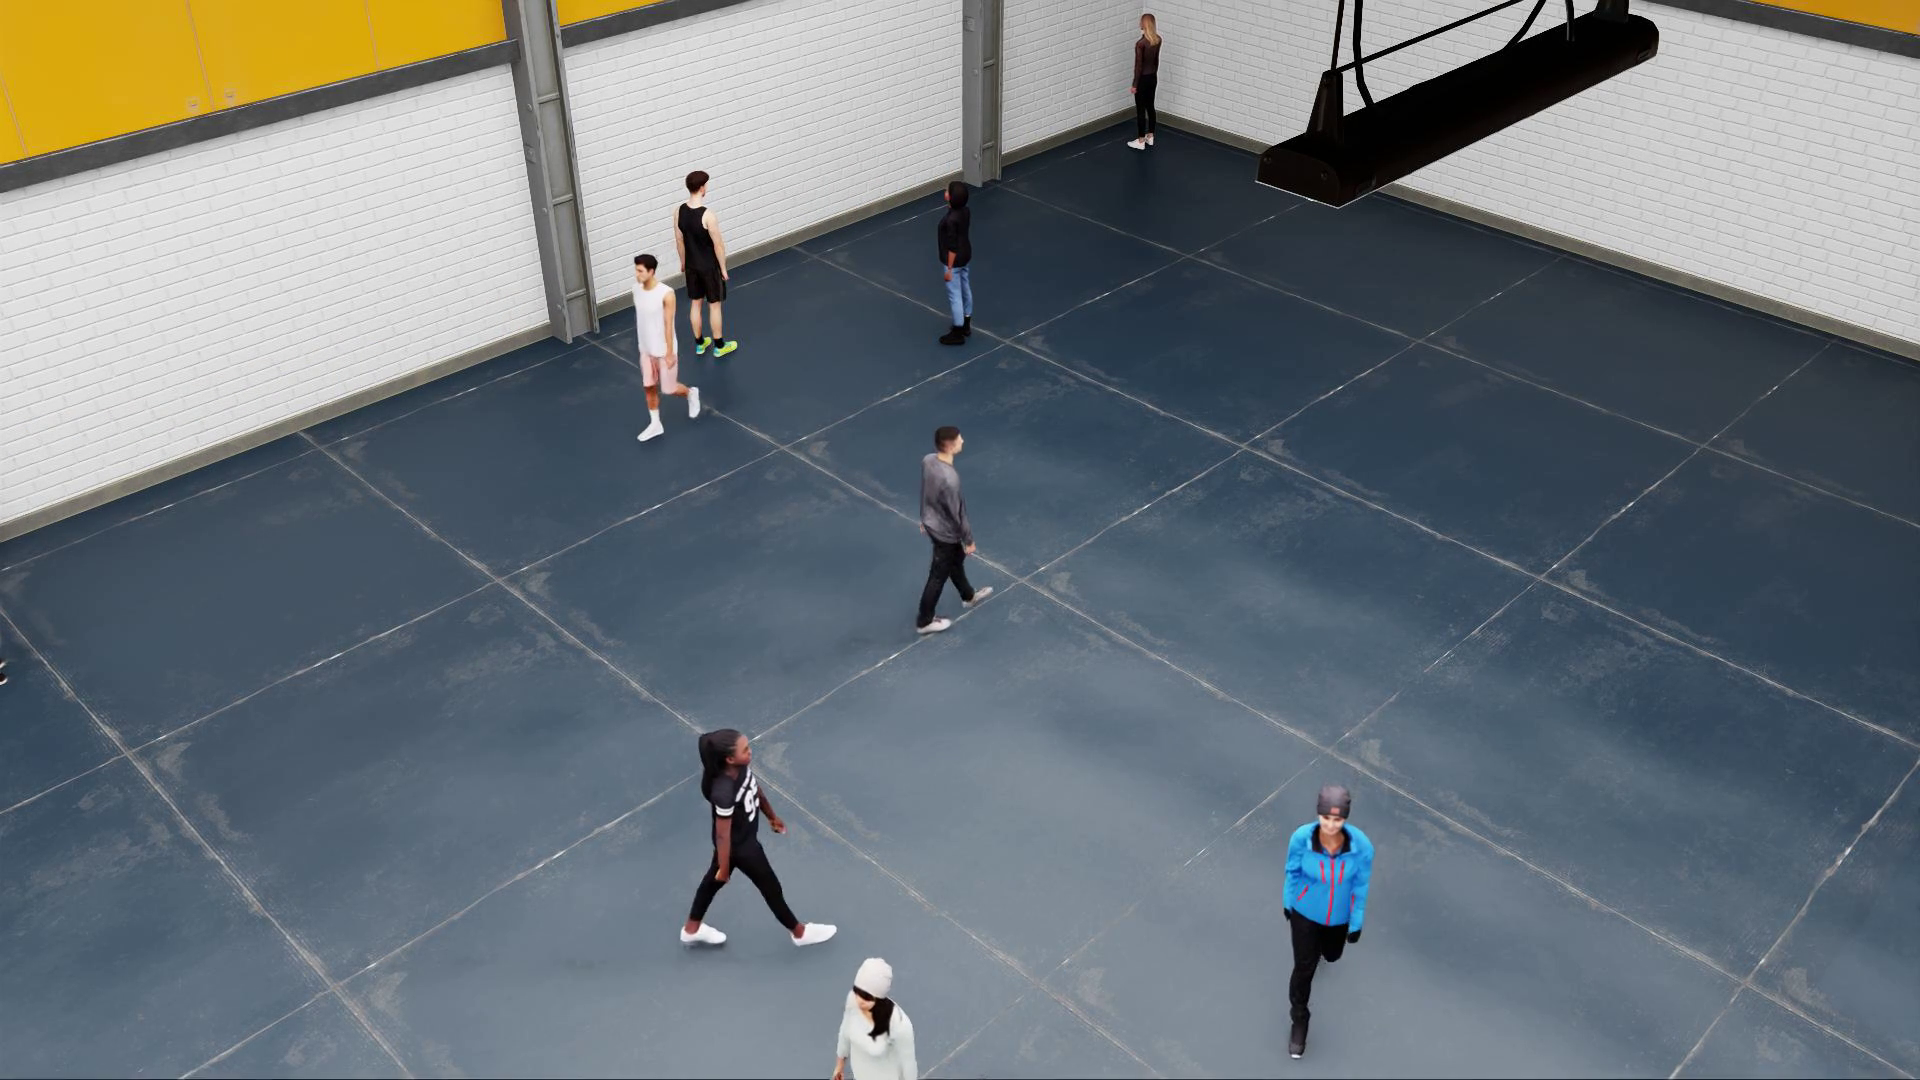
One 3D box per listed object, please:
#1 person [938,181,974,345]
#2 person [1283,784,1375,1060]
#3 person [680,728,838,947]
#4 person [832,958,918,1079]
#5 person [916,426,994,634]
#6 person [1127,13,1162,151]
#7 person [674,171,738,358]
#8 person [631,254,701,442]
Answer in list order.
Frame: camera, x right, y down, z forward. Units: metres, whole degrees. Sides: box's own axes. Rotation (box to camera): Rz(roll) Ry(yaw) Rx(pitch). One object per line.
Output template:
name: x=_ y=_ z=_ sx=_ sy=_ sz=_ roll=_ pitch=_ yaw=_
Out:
person: x=-0.025 y=-2.770 z=16.595 sx=0.709 sy=1.701 sz=0.589 roll=14 pitch=36 yaw=20
person: x=2.043 y=2.031 z=9.309 sx=0.984 sy=1.771 sz=1.179 roll=8 pitch=34 yaw=11
person: x=-1.388 y=1.786 z=9.761 sx=1.216 sy=1.678 sz=1.108 roll=-2 pitch=34 yaw=-3
person: x=-0.363 y=2.673 z=8.464 sx=0.591 sy=1.636 sz=0.578 roll=-28 pitch=43 yaw=-35
person: x=-0.197 y=-0.042 z=12.460 sx=1.047 sy=1.735 sz=0.820 roll=-16 pitch=37 yaw=-23
person: x=2.372 y=-5.862 z=21.245 sx=0.668 sy=1.703 sz=0.431 roll=28 pitch=42 yaw=35
person: x=-2.523 y=-2.698 z=16.315 sx=0.764 sy=1.891 sz=0.729 roll=13 pitch=36 yaw=19
person: x=-2.664 y=-1.767 z=15.024 sx=0.786 sy=1.769 sz=1.022 roll=20 pitch=38 yaw=27
